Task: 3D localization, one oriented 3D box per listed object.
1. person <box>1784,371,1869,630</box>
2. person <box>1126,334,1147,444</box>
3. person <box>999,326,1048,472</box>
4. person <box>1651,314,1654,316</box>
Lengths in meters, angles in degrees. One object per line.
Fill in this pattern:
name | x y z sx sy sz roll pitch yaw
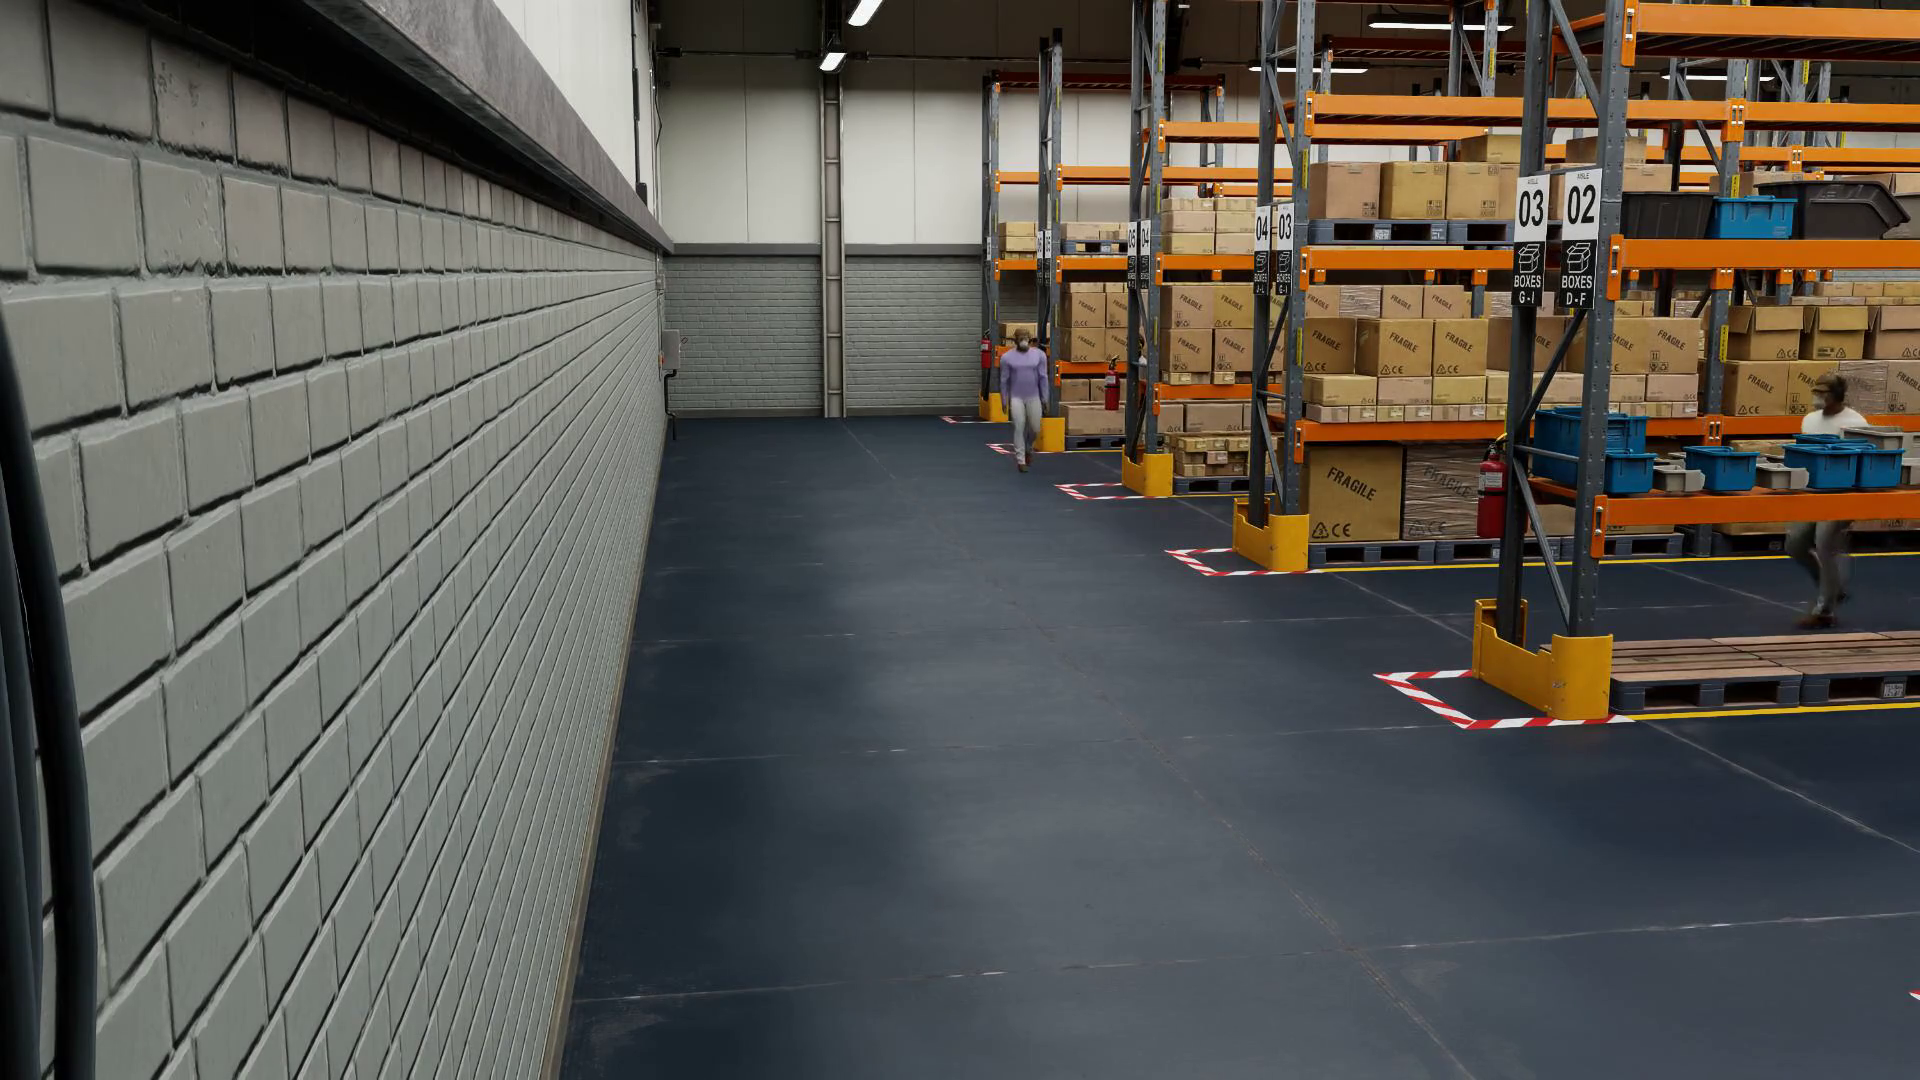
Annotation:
person | 6.400 -0.284 12.273 0.457 1.926 0.629 -3 10 -15
person | 2.248 -1.689 21.137 0.331 1.860 0.513 -1 9 -4
person | 0.837 -1.860 21.972 0.657 1.925 0.497 -1 9 -3
person | 10.067 -2.273 24.143 0.359 2.047 0.614 0 9 -2
